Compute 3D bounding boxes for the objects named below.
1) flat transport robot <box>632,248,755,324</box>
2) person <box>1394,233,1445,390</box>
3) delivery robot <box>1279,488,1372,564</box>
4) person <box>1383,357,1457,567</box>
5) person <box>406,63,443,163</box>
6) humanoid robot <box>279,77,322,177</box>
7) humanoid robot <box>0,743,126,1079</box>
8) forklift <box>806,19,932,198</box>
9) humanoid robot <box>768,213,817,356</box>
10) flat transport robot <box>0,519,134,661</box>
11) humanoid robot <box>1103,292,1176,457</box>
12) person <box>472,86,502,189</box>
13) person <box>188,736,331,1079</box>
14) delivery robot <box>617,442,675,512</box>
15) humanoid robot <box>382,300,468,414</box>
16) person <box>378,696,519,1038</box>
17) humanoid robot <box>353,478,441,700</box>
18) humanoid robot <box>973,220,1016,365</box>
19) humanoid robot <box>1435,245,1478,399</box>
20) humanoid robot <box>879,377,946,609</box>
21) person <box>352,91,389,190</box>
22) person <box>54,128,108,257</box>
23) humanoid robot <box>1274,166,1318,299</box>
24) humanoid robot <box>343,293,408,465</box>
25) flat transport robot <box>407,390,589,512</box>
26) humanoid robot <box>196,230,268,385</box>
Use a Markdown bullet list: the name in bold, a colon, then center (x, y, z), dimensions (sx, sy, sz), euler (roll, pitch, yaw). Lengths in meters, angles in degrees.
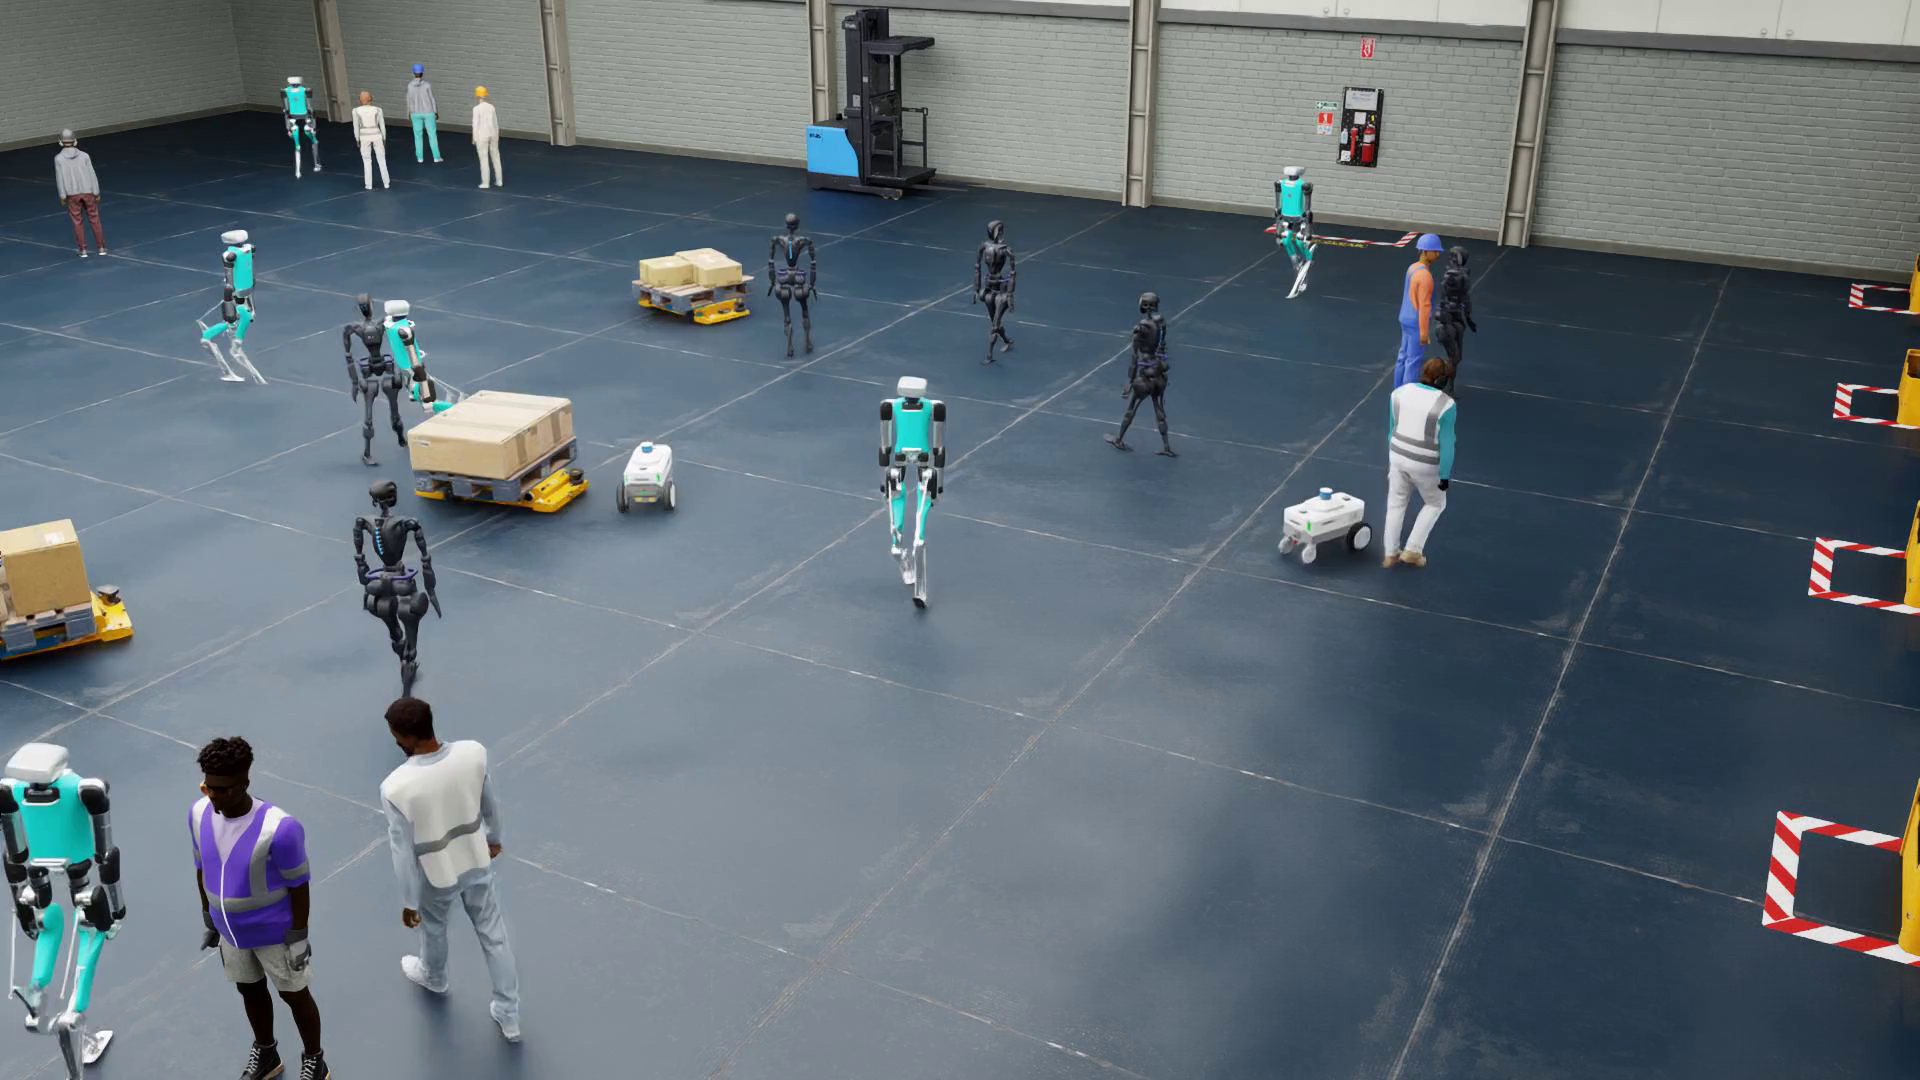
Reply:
- **flat transport robot**: center (-3.391, -3.013, 21.176), dimensions (1.431, 0.231, 0.659), euler (20, 30, 39)
- **person**: center (4.757, -2.242, 17.309), dimensions (0.371, 1.907, 0.518), euler (-2, 23, -4)
- **delivery robot**: center (3.105, -0.153, 14.156), dimensions (0.782, 0.594, 0.499), euler (-15, 28, -31)
- **person**: center (3.756, -0.616, 13.629), dimensions (0.440, 1.817, 0.664), euler (-19, 30, -38)
- **person**: center (-9.811, -7.783, 30.374), dimensions (0.544, 1.776, 0.358), euler (-2, 23, -4)
- **humanoid robot**: center (-11.605, -7.330, 29.417), dimensions (0.542, 1.775, 0.939), euler (-4, 24, -10)
- **humanoid robot**: center (-4.321, 1.933, 7.875), dimensions (0.548, 1.834, 0.869), euler (-1, 23, -2)
- **forklift**: center (-1.573, -7.292, 27.850), dimensions (1.873, 2.768, 1.129), euler (12, 26, 25)
- **humanoid robot**: center (-1.956, -2.970, 19.321), dimensions (0.591, 1.656, 0.474), euler (-1, 23, -1)
- **flat transport robot**: center (-7.104, 0.678, 12.584), dimensions (1.431, 0.231, 0.659), euler (-14, 27, -30)
- **humanoid robot**: center (1.795, -1.627, 16.204), dimensions (0.758, 1.625, 0.594), euler (18, 29, 35)
- **person**: center (-8.049, -6.843, 28.281), dimensions (0.330, 1.696, 0.492), euler (18, 29, 36)
- **person**: center (-3.313, 1.802, 7.820), dimensions (0.605, 1.966, 0.368), euler (7, 24, 15)
- **delivery robot**: center (-2.842, -0.594, 15.179), dimensions (0.499, 0.592, 0.791), euler (0, 23, -1)
- **humanoid robot**: center (-4.909, -1.447, 15.653), dimensions (0.848, 1.739, 0.560), euler (-17, 28, -34)
- **person**: center (-2.623, 1.600, 8.412), dimensions (0.961, 1.859, 0.650), euler (21, 31, 40)
- **humanoid robot**: center (-3.913, 0.334, 11.621), dimensions (0.589, 1.632, 0.650), euler (3, 23, 6)
- **humanoid robot**: center (0.444, -2.881, 19.153), dimensions (0.597, 1.630, 0.781), euler (17, 29, 34)
- **humanoid robot**: center (5.297, -2.348, 17.887), dimensions (0.500, 1.658, 0.597), euler (21, 31, 40)
- **humanoid robot**: center (-0.382, -0.315, 13.064), dimensions (0.547, 1.785, 0.934), euler (0, 23, 0)
- **person**: center (-9.991, -6.777, 28.215), dimensions (0.511, 1.630, 0.316), euler (-9, 25, -21)
- **person**: center (-12.573, -4.959, 23.749), dimensions (0.535, 1.813, 0.369), euler (-14, 27, -30)
- **humanoid robot**: center (4.457, -3.981, 21.681), dimensions (0.548, 1.858, 0.852), euler (18, 29, 36)
- **humanoid robot**: center (-5.624, -1.590, 16.125), dimensions (0.589, 1.642, 0.462), euler (-10, 25, -22)
- **flat transport robot**: center (-4.241, -0.518, 15.368), dimensions (1.431, 0.231, 0.659), euler (7, 24, 15)
- **humanoid robot**: center (-7.997, -2.475, 18.092), dimensions (0.796, 1.796, 0.540), euler (3, 23, 6)
